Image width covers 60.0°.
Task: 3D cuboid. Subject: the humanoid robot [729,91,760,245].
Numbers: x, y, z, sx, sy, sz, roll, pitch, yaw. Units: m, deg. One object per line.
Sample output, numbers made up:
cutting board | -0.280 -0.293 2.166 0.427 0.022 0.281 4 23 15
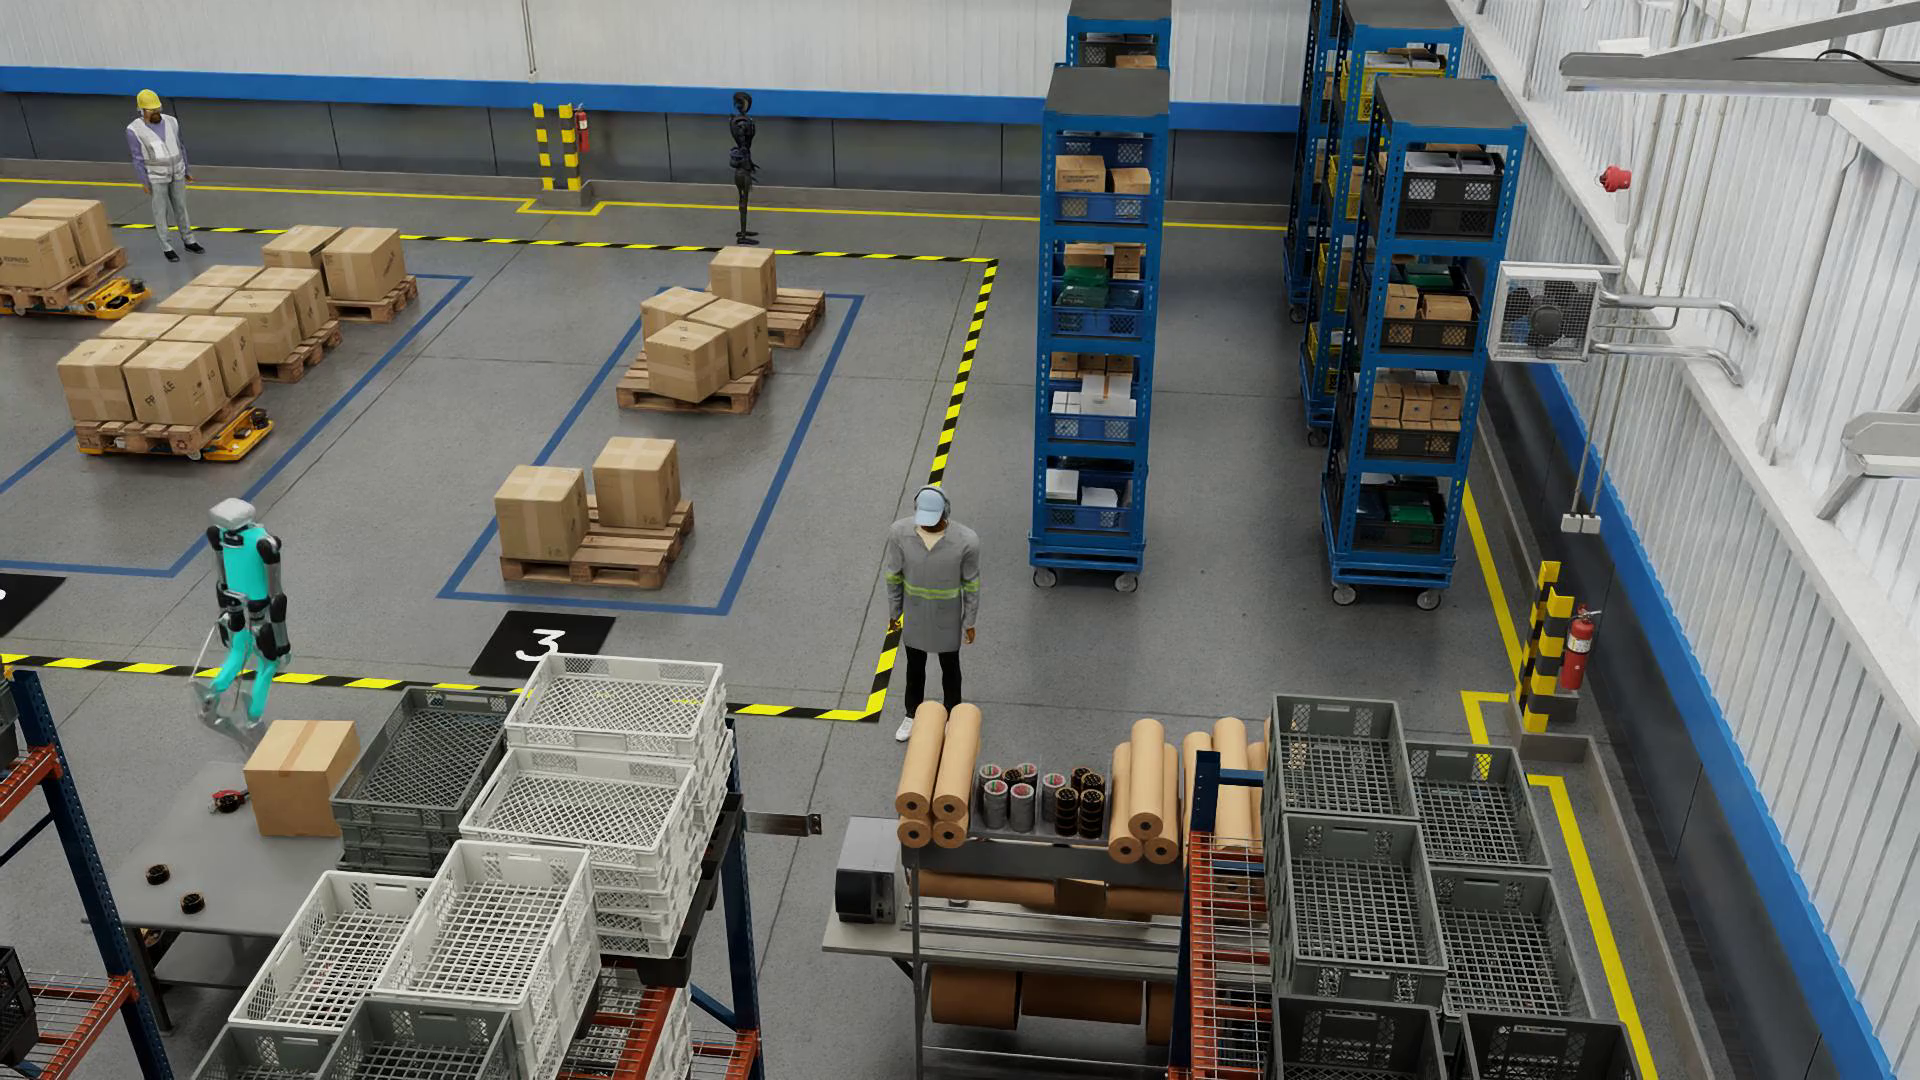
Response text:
humanoid robot | -2.373 -4.119 18.338 0.315 1.653 0.599 -2 30 -3

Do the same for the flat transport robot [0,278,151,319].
flat transport robot | -9.104 -2.497 16.934 1.431 0.197 0.652 3 30 6

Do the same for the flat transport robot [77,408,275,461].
flat transport robot | -6.728 -0.944 14.268 1.431 0.197 0.652 3 30 6

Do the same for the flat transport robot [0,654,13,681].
flat transport robot | -7.142 0.969 11.010 1.431 0.231 0.659 3 30 6

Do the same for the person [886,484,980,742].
person | -0.177 0.466 10.304 0.586 1.848 0.393 6 31 11

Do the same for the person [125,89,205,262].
person | -8.529 -3.926 17.860 0.404 1.834 0.590 20 36 31

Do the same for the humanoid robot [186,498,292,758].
humanoid robot | -4.388 0.700 10.064 0.560 1.830 0.785 14 33 23
